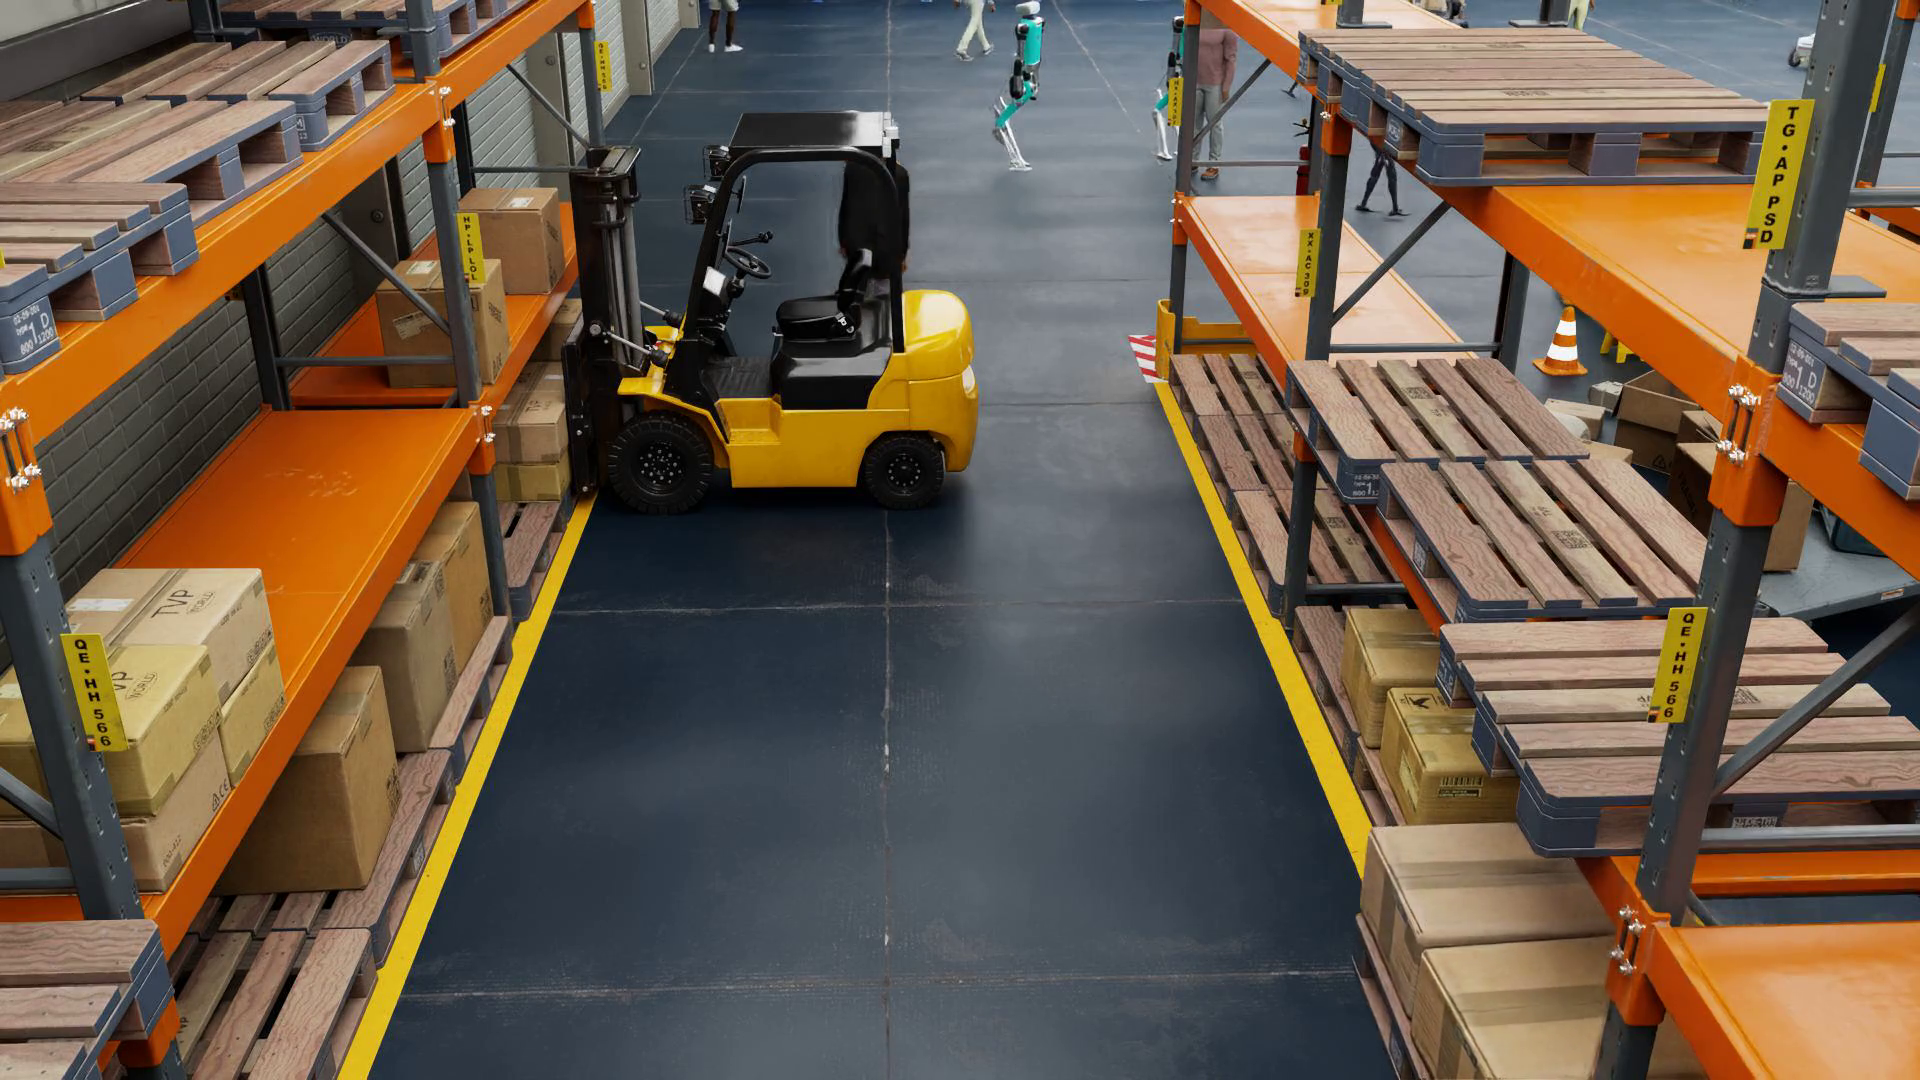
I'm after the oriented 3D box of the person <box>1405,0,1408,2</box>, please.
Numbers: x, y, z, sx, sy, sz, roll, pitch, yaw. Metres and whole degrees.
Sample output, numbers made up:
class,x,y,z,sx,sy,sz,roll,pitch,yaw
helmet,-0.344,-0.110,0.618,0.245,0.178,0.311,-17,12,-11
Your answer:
class,x,y,z,sx,sy,sz,roll,pitch,yaw
person,6.679,-8.323,25.086,0.374,1.840,0.566,6,26,12

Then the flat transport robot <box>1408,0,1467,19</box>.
class,x,y,z,sx,sy,sz,roll,pitch,yaw
flat transport robot,7.446,-8.391,27.073,0.659,0.231,1.431,16,30,31

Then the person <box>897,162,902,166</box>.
class,x,y,z,sx,sy,sz,roll,pitch,yaw
person,-0.589,-2.248,12.380,0.447,1.712,0.383,-13,28,-26

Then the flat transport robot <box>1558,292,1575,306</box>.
class,x,y,z,sx,sy,sz,roll,pitch,yaw
flat transport robot,5.669,-2.059,13.664,1.431,0.231,0.659,4,26,9

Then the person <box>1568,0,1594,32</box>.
class,x,y,z,sx,sy,sz,roll,pitch,yaw
person,8.784,-7.718,23.749,0.520,1.893,0.400,1,25,3

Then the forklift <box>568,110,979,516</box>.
class,x,y,z,sx,sy,sz,roll,pitch,yaw
forklift,-1.043,-1.379,9.976,2.313,2.155,1.214,-1,25,-2

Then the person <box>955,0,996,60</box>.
class,x,y,z,sx,sy,sz,roll,pitch,yaw
person,0.236,-8.000,24.576,0.892,1.695,0.613,-21,32,-37

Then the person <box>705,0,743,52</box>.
class,x,y,z,sx,sy,sz,roll,pitch,yaw
person,-3.607,-8.280,24.982,0.694,1.866,0.483,14,29,27

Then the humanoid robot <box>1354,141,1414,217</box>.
class,x,y,z,sx,sy,sz,roll,pitch,yaw
humanoid robot,4.190,-3.956,16.053,0.626,1.638,0.607,13,28,25

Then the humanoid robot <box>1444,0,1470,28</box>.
class,x,y,z,sx,sy,sz,roll,pitch,yaw
humanoid robot,5.554,-5.455,19.224,0.598,1.631,0.620,-8,26,-17

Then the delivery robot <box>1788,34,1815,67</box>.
class,x,y,z,sx,sy,sz,roll,pitch,yaw
delivery robot,12.381,-7.078,23.952,0.782,0.589,0.499,-14,29,-28

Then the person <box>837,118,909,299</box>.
class,x,y,z,sx,sy,sz,roll,pitch,yaw
person,-0.653,-2.069,11.857,0.584,1.825,0.633,14,29,27

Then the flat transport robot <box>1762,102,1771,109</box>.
class,x,y,z,sx,sy,sz,roll,pitch,yaw
flat transport robot,8.664,-3.979,17.730,0.659,0.231,1.431,17,30,32

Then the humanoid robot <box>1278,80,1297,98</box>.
class,x,y,z,sx,sy,sz,roll,pitch,yaw
humanoid robot,4.496,-6.462,21.389,0.766,1.623,0.589,11,28,22

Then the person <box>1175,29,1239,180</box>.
class,x,y,z,sx,sy,sz,roll,pitch,yaw
person,2.594,-4.780,17.480,0.627,1.933,0.371,22,33,38

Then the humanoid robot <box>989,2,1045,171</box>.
class,x,y,z,sx,sy,sz,roll,pitch,yaw
humanoid robot,0.551,-4.871,17.891,0.666,1.787,0.546,12,28,24

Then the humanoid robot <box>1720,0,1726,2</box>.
class,x,y,z,sx,sy,sz,roll,pitch,yaw
humanoid robot,14.137,-10.549,29.996,0.543,1.838,0.763,-9,27,-18

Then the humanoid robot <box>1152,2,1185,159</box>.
class,x,y,z,sx,sy,sz,roll,pitch,yaw
humanoid robot,2.403,-5.103,18.338,0.530,1.729,0.734,-13,28,-26
